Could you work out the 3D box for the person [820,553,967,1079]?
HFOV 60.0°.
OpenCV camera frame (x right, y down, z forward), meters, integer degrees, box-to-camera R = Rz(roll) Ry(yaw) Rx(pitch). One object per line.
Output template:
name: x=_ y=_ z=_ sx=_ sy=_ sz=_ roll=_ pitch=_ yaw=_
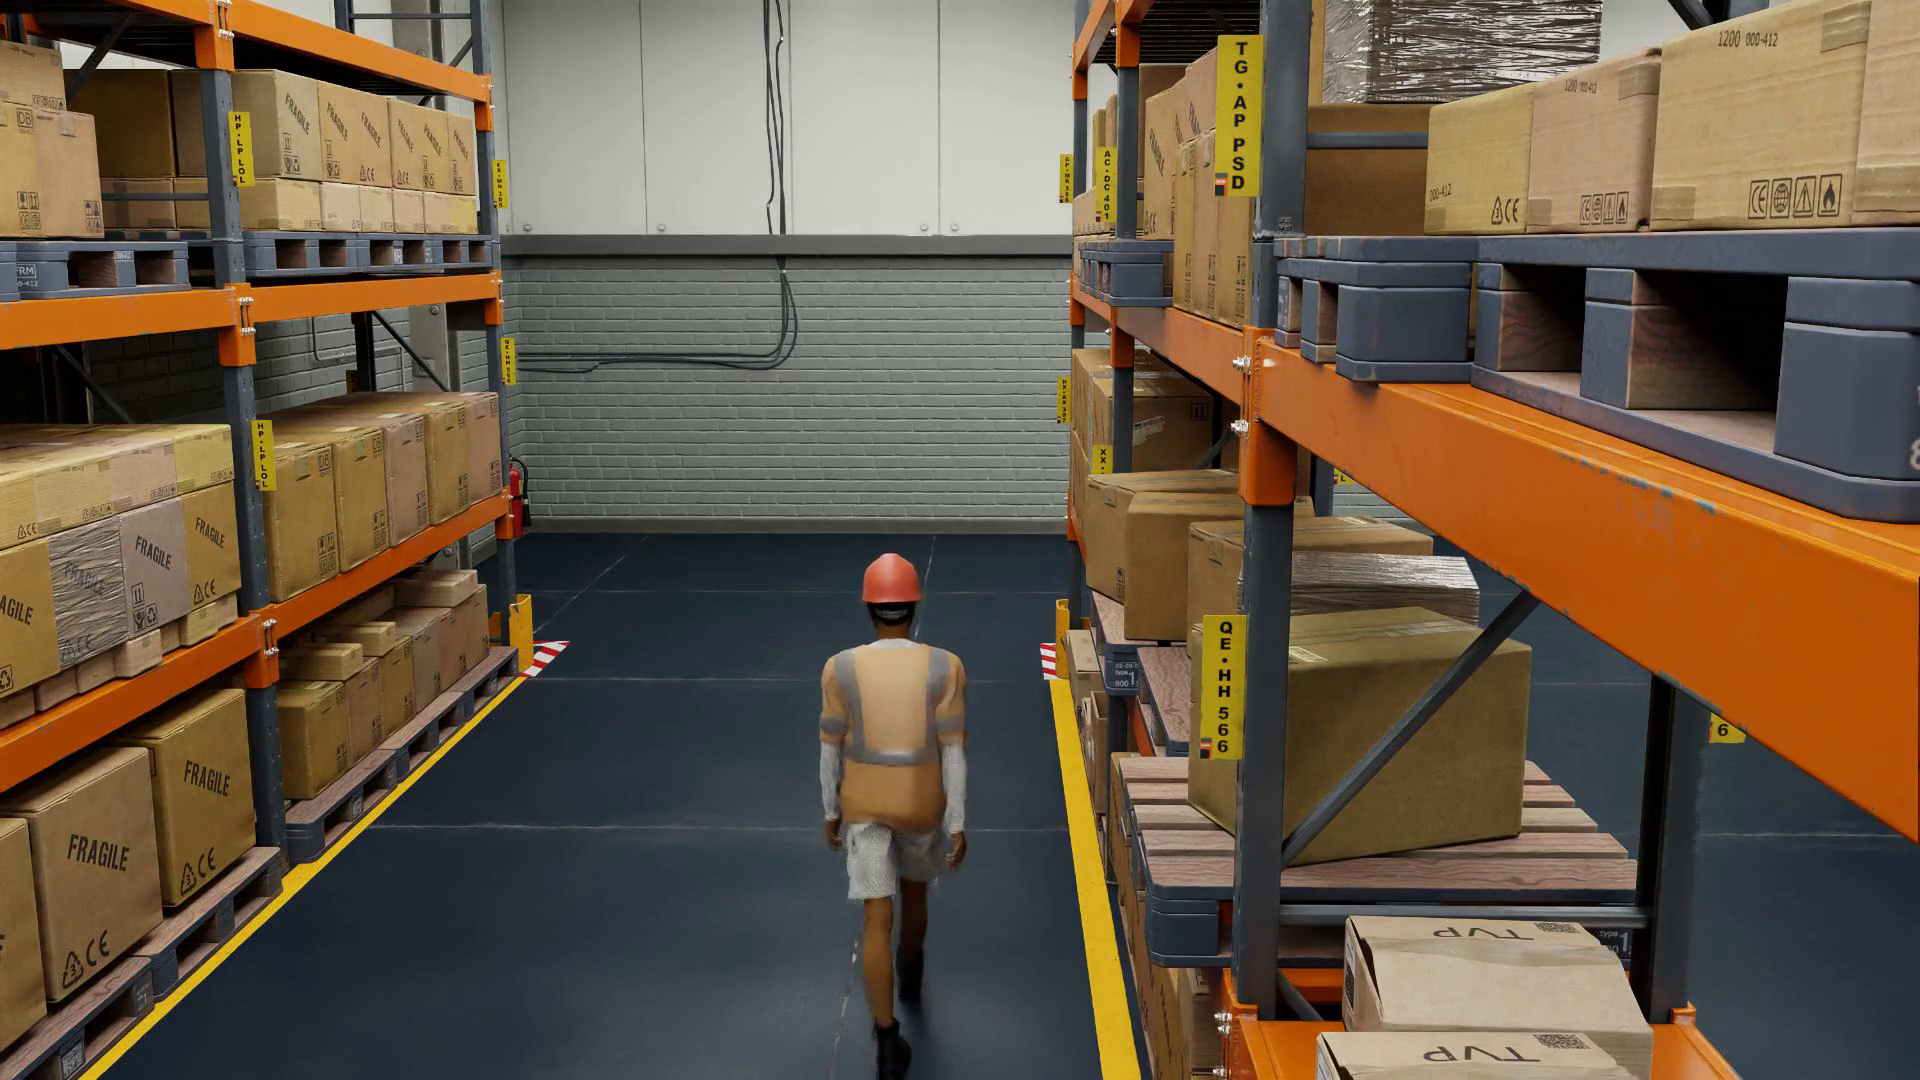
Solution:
person: x=-0.253 y=0.992 z=6.308 sx=0.553 sy=1.874 sz=1.042 roll=0 pitch=10 yaw=-2
